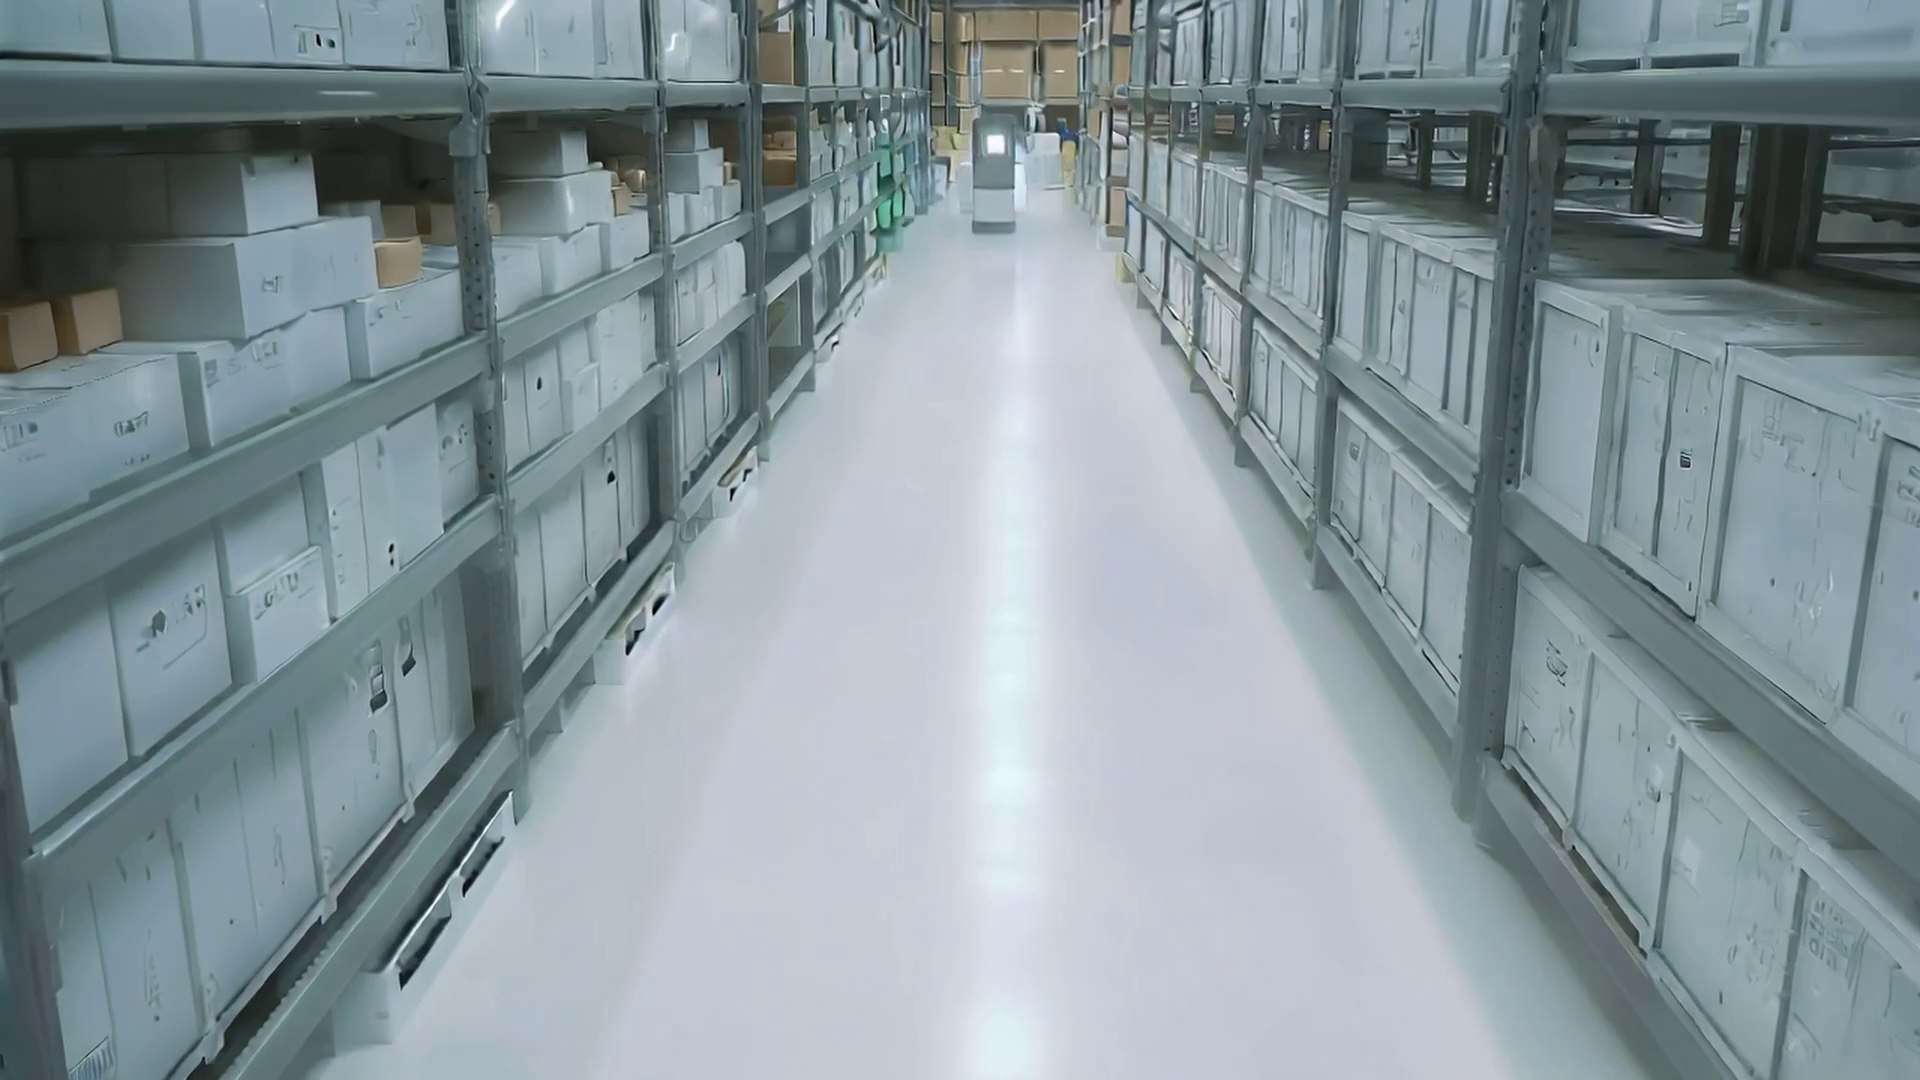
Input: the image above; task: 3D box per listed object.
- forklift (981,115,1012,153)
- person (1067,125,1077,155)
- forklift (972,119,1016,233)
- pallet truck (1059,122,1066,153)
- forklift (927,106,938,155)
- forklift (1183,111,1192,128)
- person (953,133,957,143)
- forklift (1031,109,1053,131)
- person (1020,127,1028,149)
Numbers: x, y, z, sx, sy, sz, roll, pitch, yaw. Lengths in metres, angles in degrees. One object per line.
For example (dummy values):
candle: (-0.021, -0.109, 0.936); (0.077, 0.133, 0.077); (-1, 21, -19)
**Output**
forklift: (1.094, -11.407, 50.234); (1.129, 2.768, 1.873); (0, 15, 1)
person: (5.613, -19.580, 82.476); (0.634, 1.915, 0.760); (4, 16, 16)
forklift: (0.869, -9.298, 42.388); (1.129, 2.768, 1.873); (0, 15, 1)
pallet truck: (5.788, -21.111, 88.014); (1.885, 1.965, 0.823); (5, 16, 18)
forklift: (-1.626, -20.346, 83.493); (1.129, 2.768, 1.873); (-11, 19, -37)
forklift: (8.213, -14.775, 62.764); (1.129, 2.768, 1.873); (0, 15, 1)
person: (-0.054, -15.976, 69.124); (1.030, 1.883, 0.640); (3, 15, 12)
forklift: (3.409, -16.577, 69.470); (1.129, 2.768, 1.873); (0, 15, 2)
person: (3.058, -18.352, 77.902); (0.687, 1.920, 0.551); (10, 18, 33)
